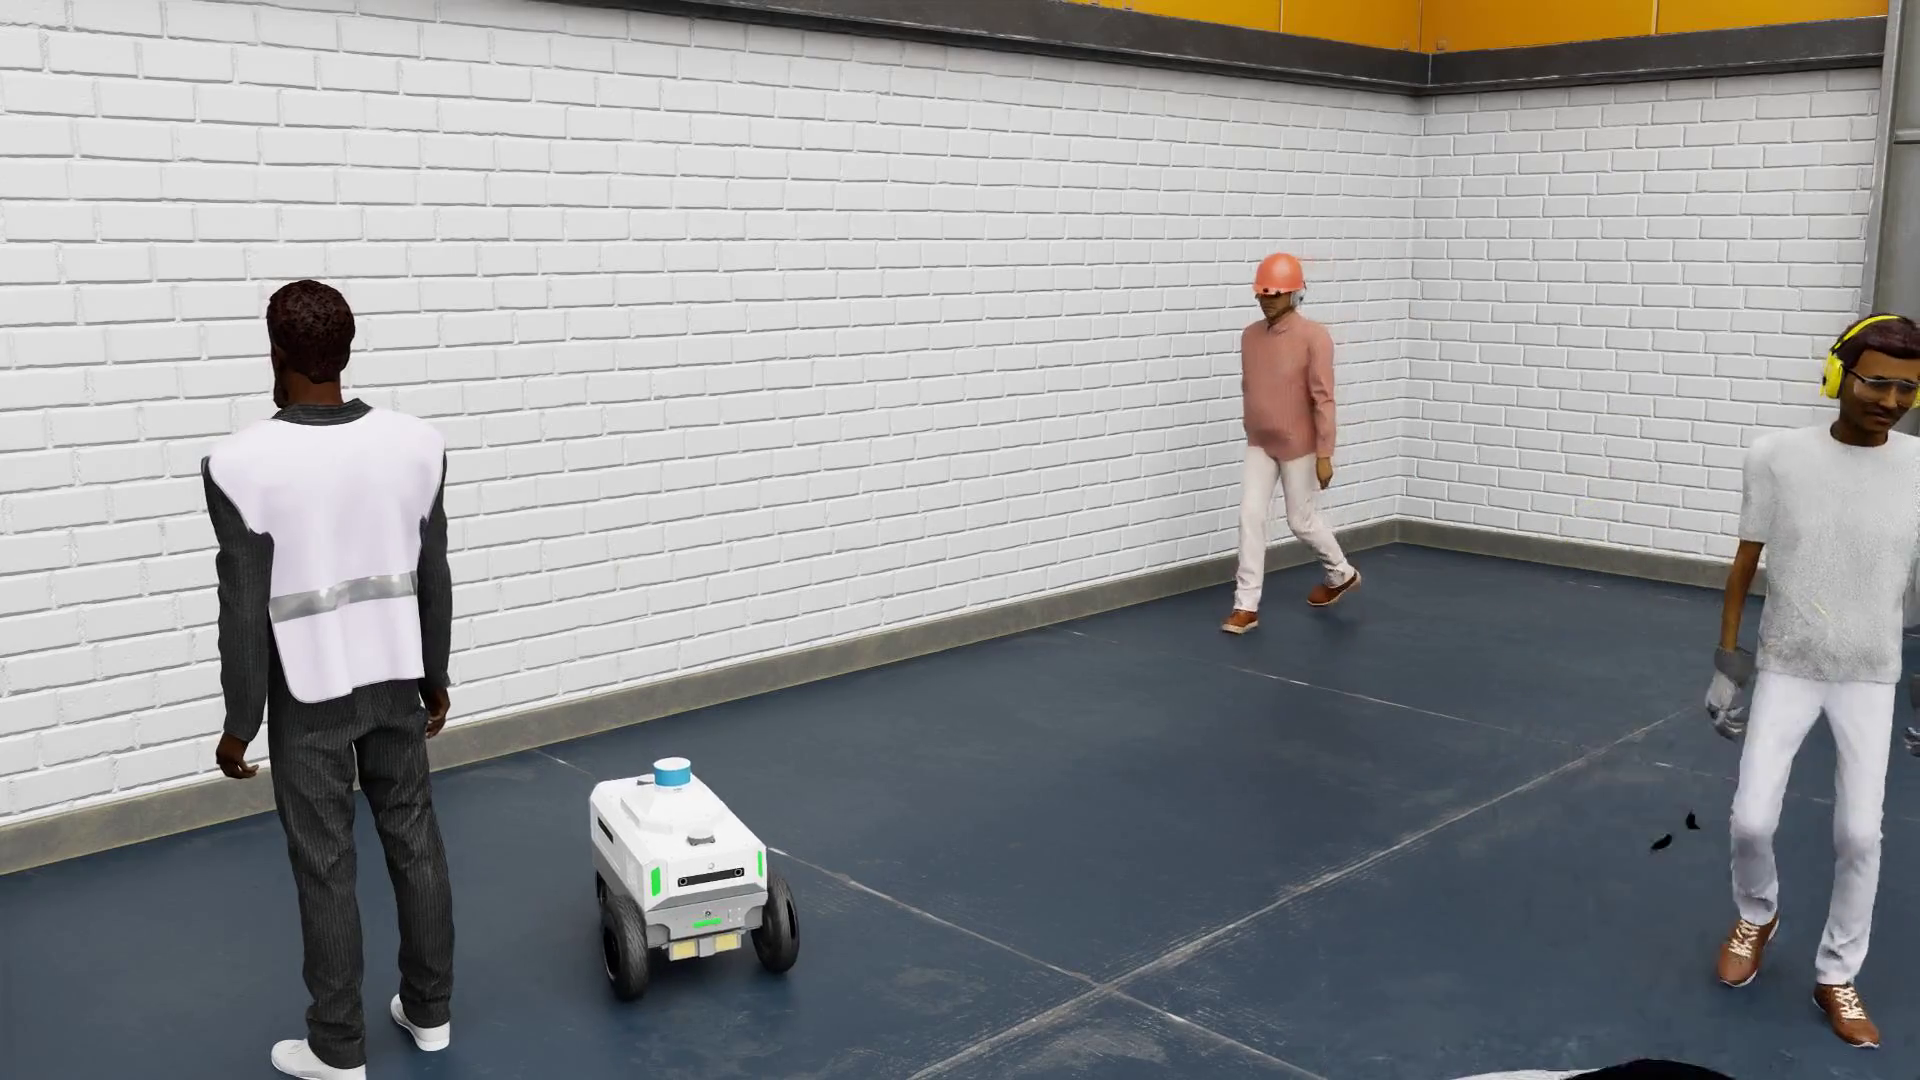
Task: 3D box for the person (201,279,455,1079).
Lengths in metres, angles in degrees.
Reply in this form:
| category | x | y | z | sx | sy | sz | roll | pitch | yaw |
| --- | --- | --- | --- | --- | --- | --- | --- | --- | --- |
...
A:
| category | x | y | z | sx | sy | sz | roll | pitch | yaw |
| --- | --- | --- | --- | --- | --- | --- | --- | --- | --- |
| person | -1.466 | 0.352 | 3.956 | 0.390 | 1.920 | 0.587 | 9 | 14 | 40 |

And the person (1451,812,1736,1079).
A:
| category | x | y | z | sx | sy | sz | roll | pitch | yaw |
| --- | --- | --- | --- | --- | --- | --- | --- | --- | --- |
| person | 0.415 | 0.937 | 1.042 | 0.543 | 1.820 | 1.008 | 4 | 11 | 20 |

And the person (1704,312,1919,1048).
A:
| category | x | y | z | sx | sy | sz | roll | pitch | yaw |
| --- | --- | --- | --- | --- | --- | --- | --- | --- | --- |
| person | 2.214 | 0.340 | 4.240 | 0.564 | 1.843 | 0.469 | 4 | 11 | 22 |

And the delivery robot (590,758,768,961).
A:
| category | x | y | z | sx | sy | sz | roll | pitch | yaw |
| --- | --- | --- | --- | --- | --- | --- | --- | --- | --- |
| delivery robot | -0.802 | 0.856 | 4.675 | 0.477 | 0.478 | 0.707 | -5 | 11 | -25 |

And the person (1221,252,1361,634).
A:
| category | x | y | z | sx | sy | sz | roll | pitch | yaw |
| --- | --- | --- | --- | --- | --- | --- | --- | --- | --- |
| person | 1.739 | -0.509 | 8.607 | 0.912 | 1.950 | 0.623 | -8 | 13 | -39 |
